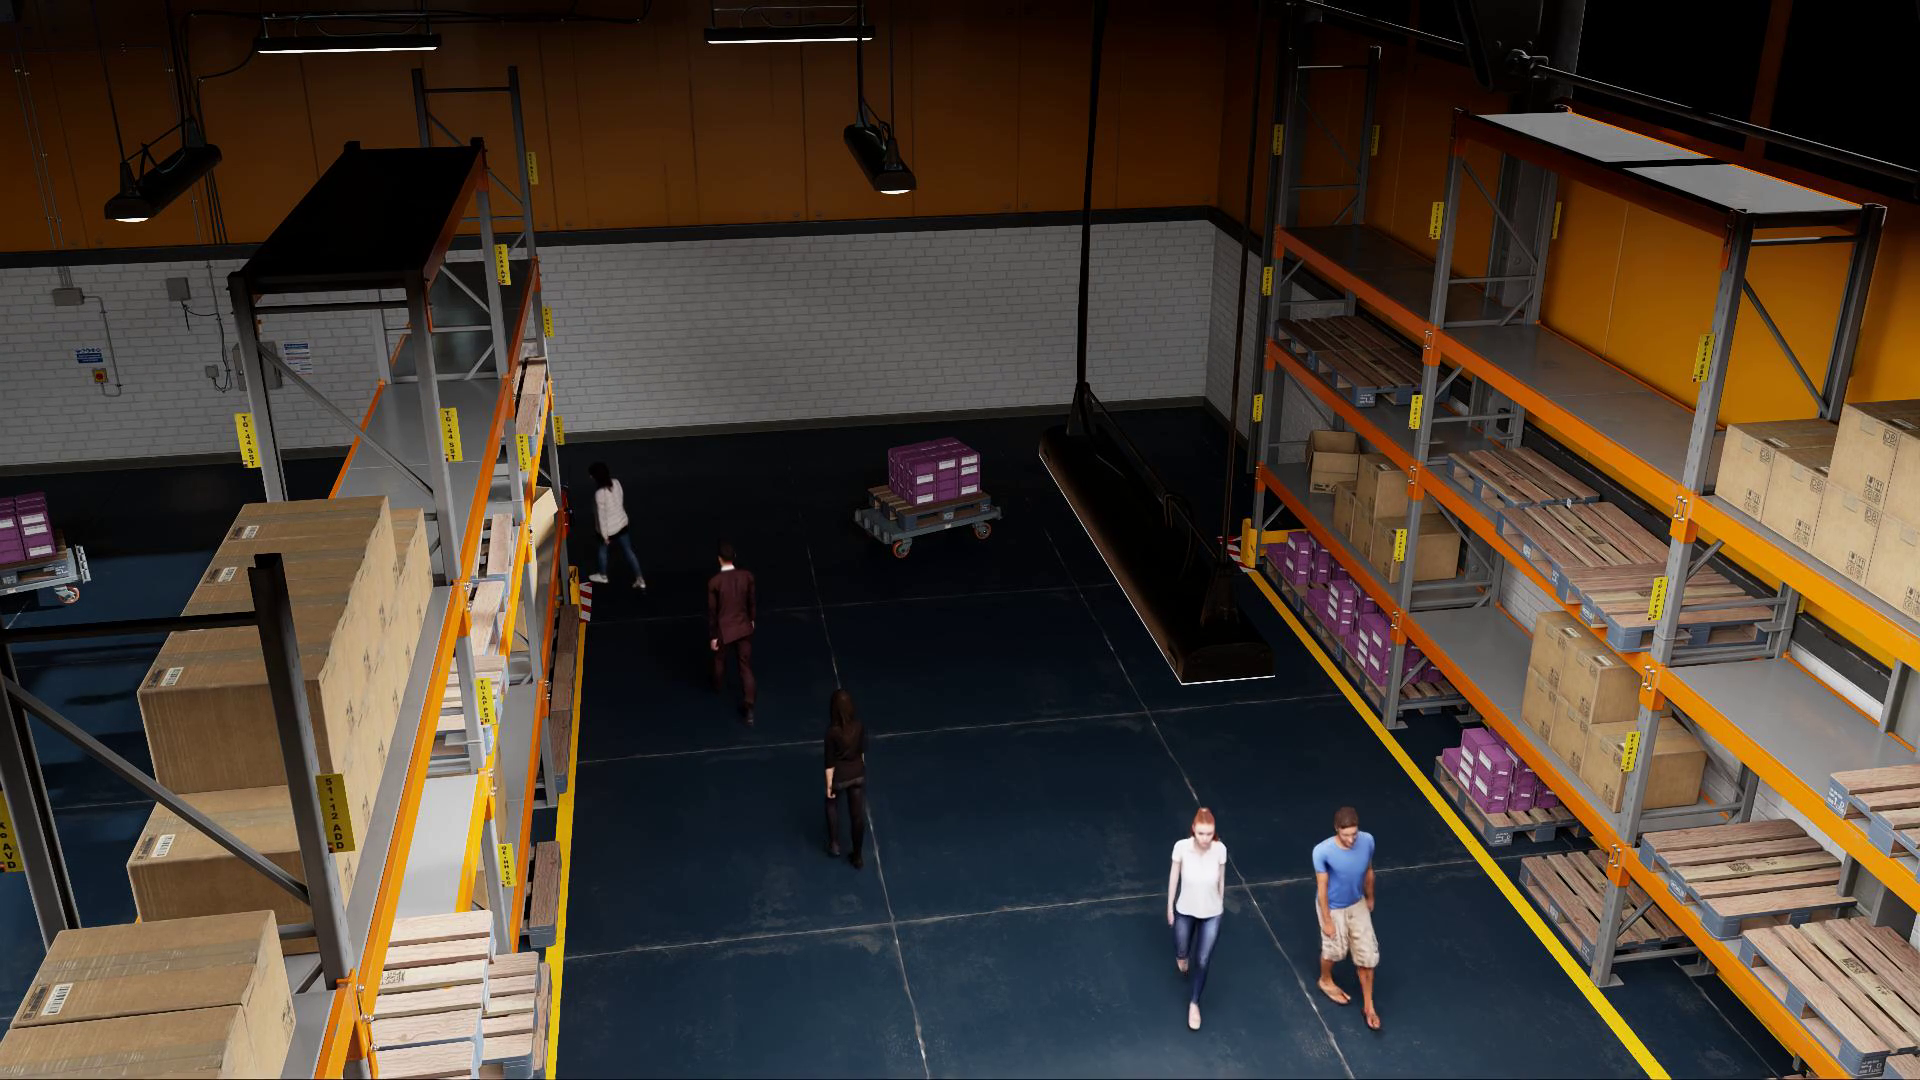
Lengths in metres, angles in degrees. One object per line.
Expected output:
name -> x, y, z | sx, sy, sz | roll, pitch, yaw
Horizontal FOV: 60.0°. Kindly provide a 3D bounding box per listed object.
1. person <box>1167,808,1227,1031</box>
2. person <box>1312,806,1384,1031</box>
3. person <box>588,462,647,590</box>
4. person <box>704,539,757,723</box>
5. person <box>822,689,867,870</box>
person -> 1.750, 2.719, 12.320 | 0.720, 1.721, 1.034 | 2, 24, 3
person -> 2.773, 2.664, 12.317 | 0.804, 1.825, 0.958 | -10, 26, -22
person -> -3.901, -0.135, 19.020 | 1.130, 1.585, 1.083 | 15, 28, 31
person -> -2.188, 0.933, 16.287 | 0.931, 1.818, 1.264 | -11, 26, -24
person -> -0.922, 2.046, 13.984 | 0.653, 1.623, 0.756 | -10, 25, -21
